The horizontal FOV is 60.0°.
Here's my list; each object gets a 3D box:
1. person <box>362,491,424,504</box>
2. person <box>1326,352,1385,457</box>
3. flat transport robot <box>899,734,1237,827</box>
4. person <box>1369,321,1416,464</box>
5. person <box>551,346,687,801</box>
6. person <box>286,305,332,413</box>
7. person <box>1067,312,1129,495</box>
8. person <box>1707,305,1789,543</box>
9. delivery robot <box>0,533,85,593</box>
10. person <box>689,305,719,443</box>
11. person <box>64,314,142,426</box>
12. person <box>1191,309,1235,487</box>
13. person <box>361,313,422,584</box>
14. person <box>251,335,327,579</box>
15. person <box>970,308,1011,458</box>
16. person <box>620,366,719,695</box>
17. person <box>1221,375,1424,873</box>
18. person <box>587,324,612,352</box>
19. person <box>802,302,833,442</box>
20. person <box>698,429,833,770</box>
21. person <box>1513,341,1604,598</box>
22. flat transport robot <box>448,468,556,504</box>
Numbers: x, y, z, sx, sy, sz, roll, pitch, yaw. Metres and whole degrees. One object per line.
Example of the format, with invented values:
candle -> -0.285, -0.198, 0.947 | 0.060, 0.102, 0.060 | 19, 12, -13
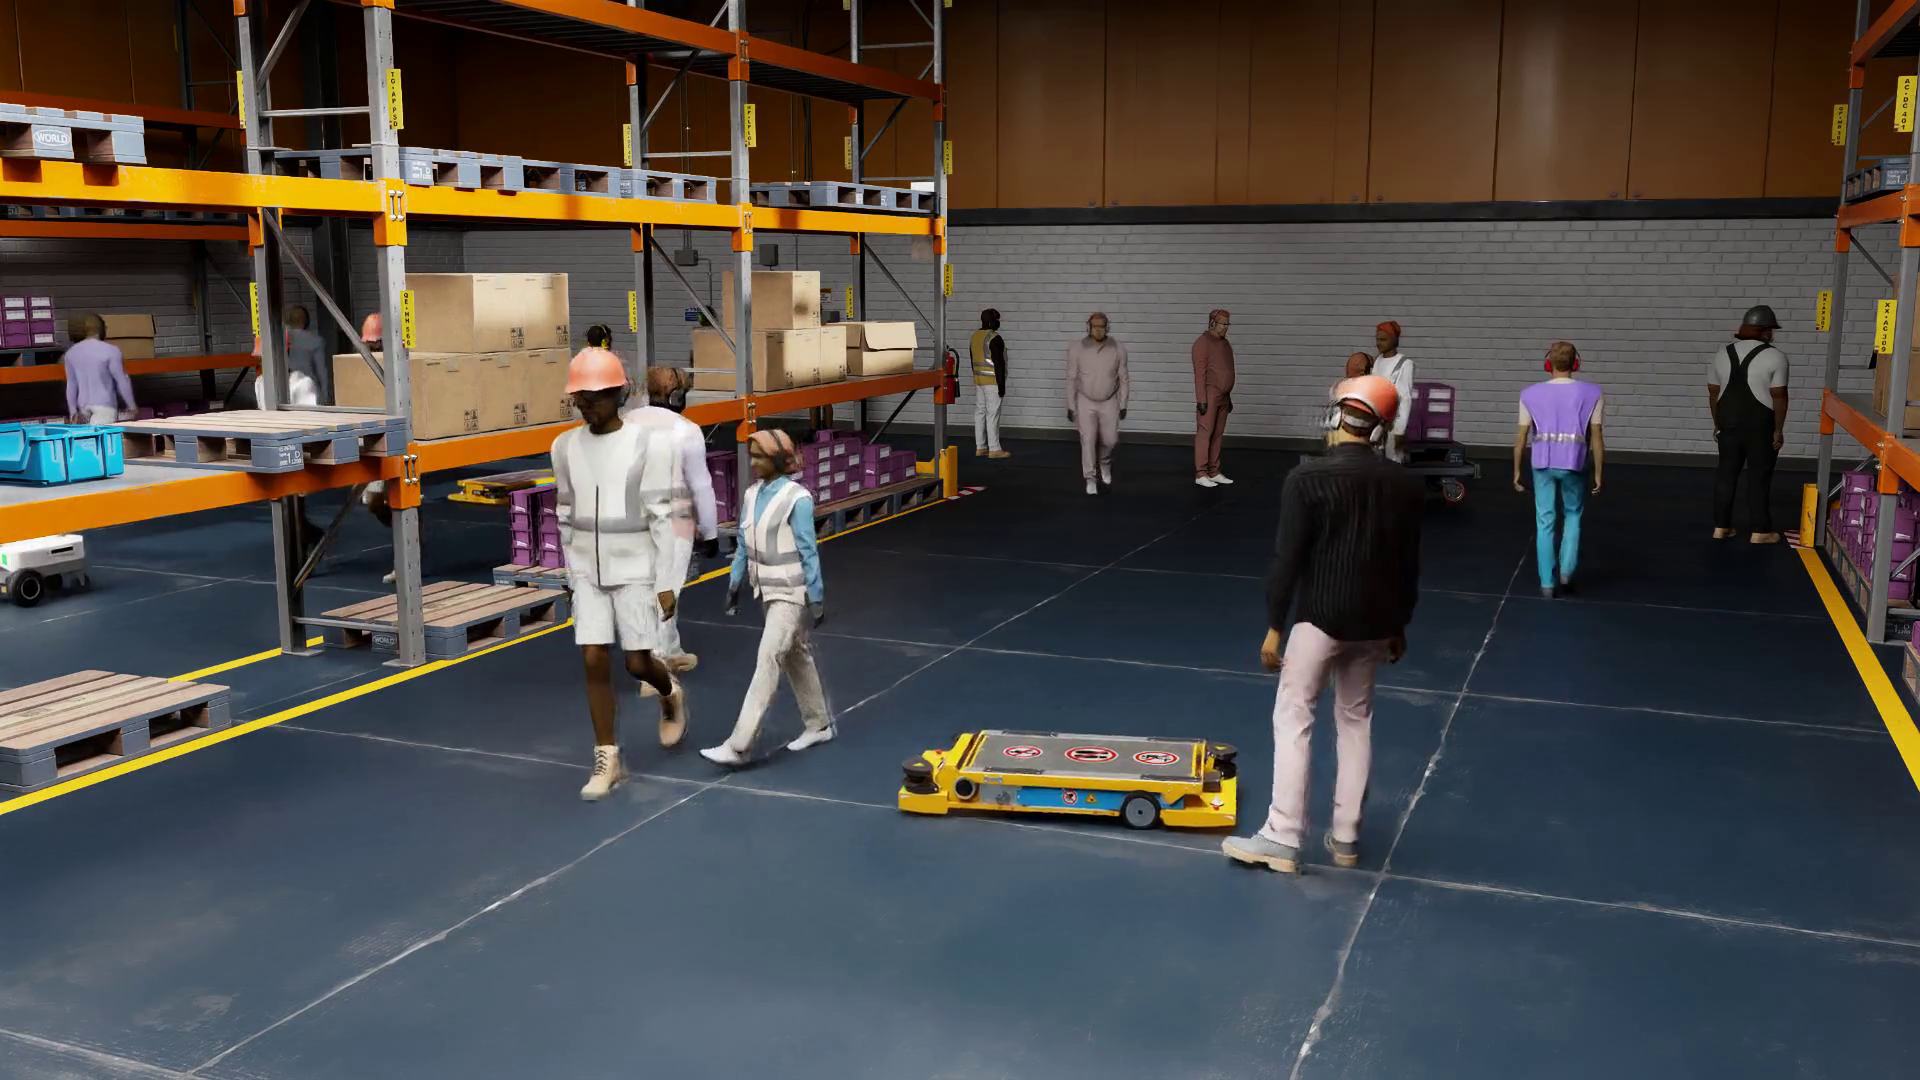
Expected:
person -> -5.651, -1.150, 16.520 | 0.703, 1.613, 0.520 | -3, 10, -15
person -> 3.371, -0.776, 14.159 | 0.524, 1.639, 0.308 | 6, 11, 33
flat transport robot -> 0.492, 1.035, 7.322 | 1.431, 0.197, 0.652 | 2, 10, 9
person -> 3.796, -1.010, 14.855 | 0.371, 1.880, 0.584 | -4, 10, -23
person -> -1.530, 0.124, 7.559 | 0.625, 2.020, 0.758 | 2, 10, 15
person -> -7.451, -1.684, 18.810 | 0.633, 1.923, 0.586 | 1, 9, 8
person -> 1.430, -1.433, 17.376 | 0.650, 1.895, 0.570 | 0, 9, -2
person -> 6.817, -1.003, 14.321 | 0.536, 2.000, 0.682 | -6, 11, -33
delivery robot -> -6.588, 0.110, 11.786 | 0.477, 0.478, 0.707 | 3, 10, 20
person -> -3.372, -2.196, 22.127 | 0.536, 1.848, 0.470 | -7, 12, -38
person -> -8.739, -1.339, 16.858 | 0.647, 1.892, 1.034 | 3, 10, 19
person -> 2.757, -1.530, 17.937 | 0.408, 1.903, 0.638 | 7, 12, 36
person -> -4.210, -0.674, 12.385 | 0.601, 2.022, 0.477 | 3, 10, 20
person -> -5.031, -0.650, 12.593 | 0.562, 1.918, 0.602 | 3, 10, 19
person -> 0.380, -1.937, 20.582 | 0.429, 1.844, 0.627 | -6, 11, -31
person -> -1.590, -0.069, 9.352 | 0.643, 1.813, 0.776 | 6, 11, 31
person -> 1.464, 0.324, 6.594 | 0.790, 1.941, 0.410 | -4, 10, -21
person -> -3.202, -0.979, 14.733 | 0.544, 1.851, 0.666 | 8, 12, 41
person -> -1.934, -2.275, 22.371 | 0.543, 1.928, 0.373 | -7, 11, -35
person -> -0.924, 0.277, 7.897 | 0.829, 1.595, 0.524 | -6, 11, -34
person -> 4.291, -0.506, 11.941 | 0.613, 1.821, 0.567 | 3, 10, 18
flat transport robot -> -4.457, -0.556, 16.961 | 0.652, 0.197, 1.431 | 5, 11, 29
